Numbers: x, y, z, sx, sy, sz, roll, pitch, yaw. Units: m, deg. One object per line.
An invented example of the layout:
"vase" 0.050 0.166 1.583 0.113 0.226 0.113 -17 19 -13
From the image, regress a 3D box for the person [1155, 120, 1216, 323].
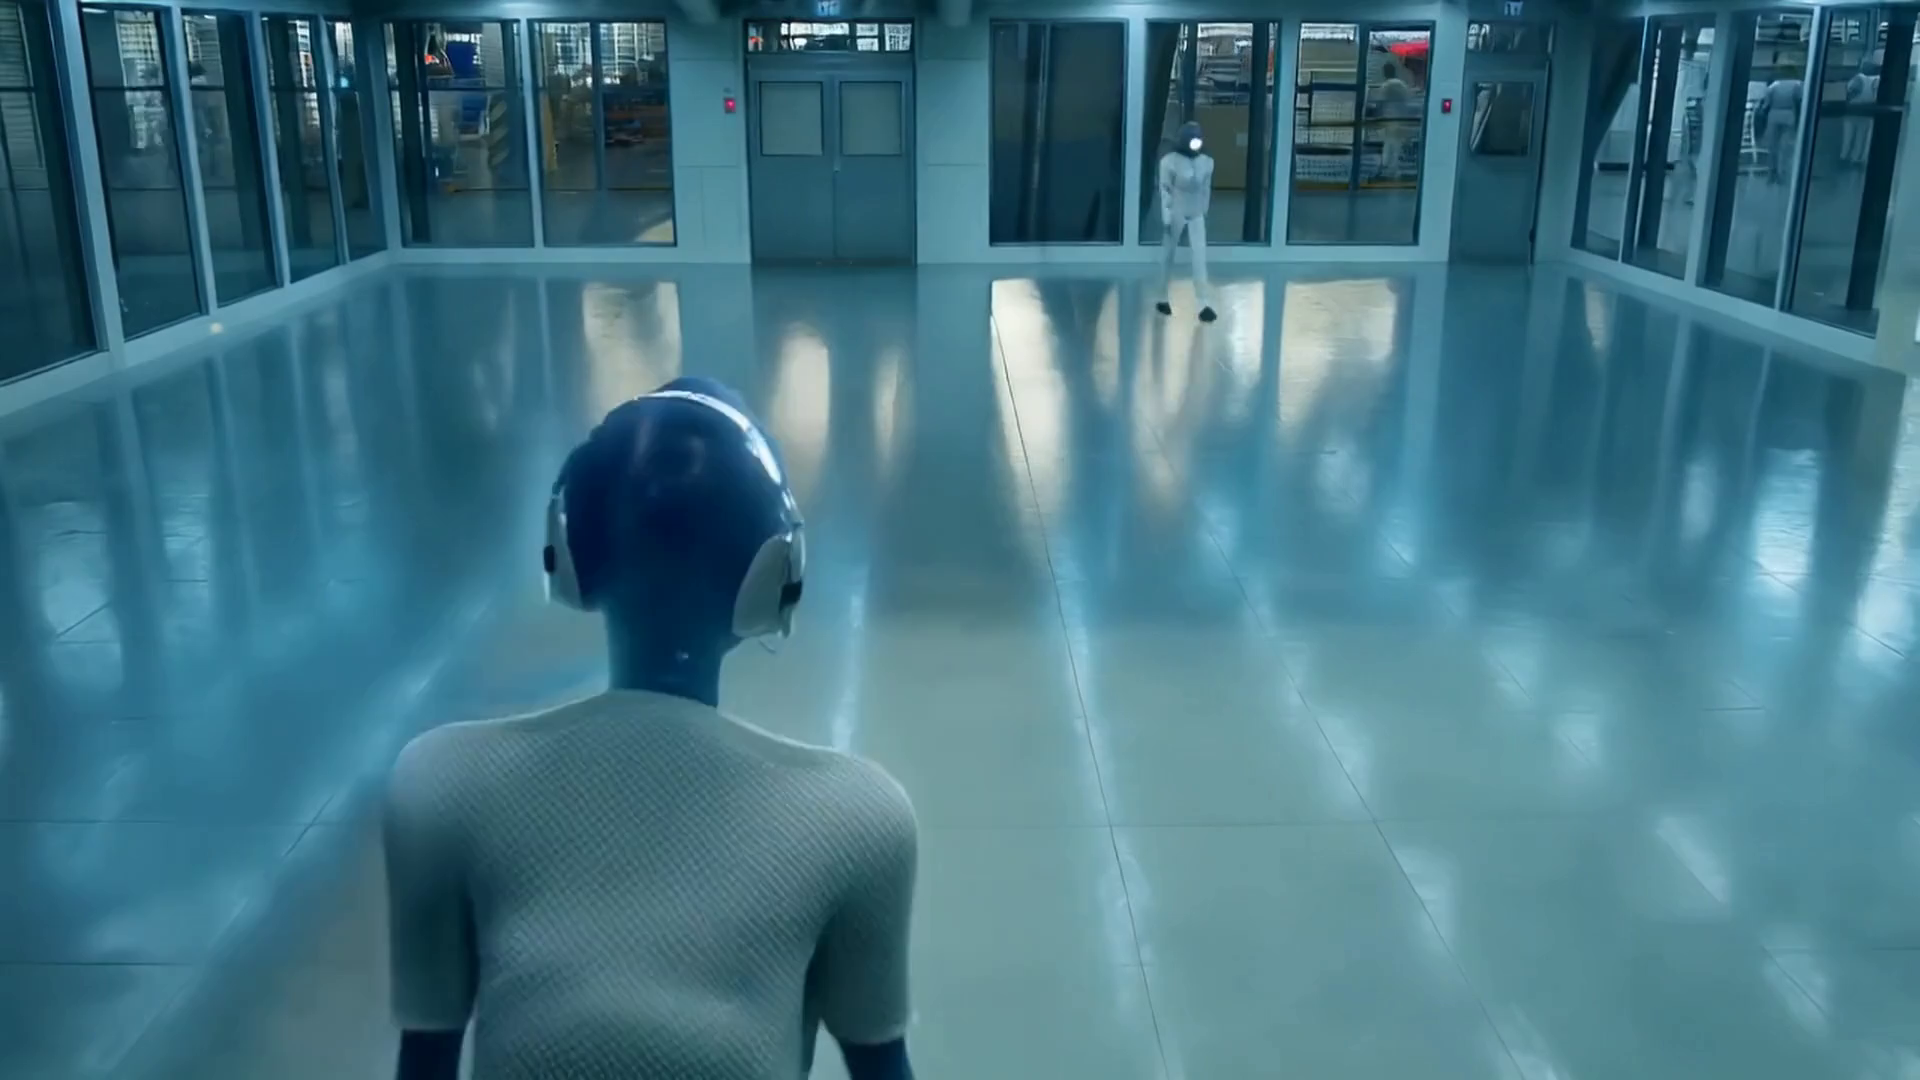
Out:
"person" 1.806 -2.554 13.349 0.497 1.586 0.873 -5 17 -16

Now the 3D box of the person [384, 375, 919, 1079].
"person" -0.291 0.745 1.721 0.521 1.817 0.928 2 17 7
